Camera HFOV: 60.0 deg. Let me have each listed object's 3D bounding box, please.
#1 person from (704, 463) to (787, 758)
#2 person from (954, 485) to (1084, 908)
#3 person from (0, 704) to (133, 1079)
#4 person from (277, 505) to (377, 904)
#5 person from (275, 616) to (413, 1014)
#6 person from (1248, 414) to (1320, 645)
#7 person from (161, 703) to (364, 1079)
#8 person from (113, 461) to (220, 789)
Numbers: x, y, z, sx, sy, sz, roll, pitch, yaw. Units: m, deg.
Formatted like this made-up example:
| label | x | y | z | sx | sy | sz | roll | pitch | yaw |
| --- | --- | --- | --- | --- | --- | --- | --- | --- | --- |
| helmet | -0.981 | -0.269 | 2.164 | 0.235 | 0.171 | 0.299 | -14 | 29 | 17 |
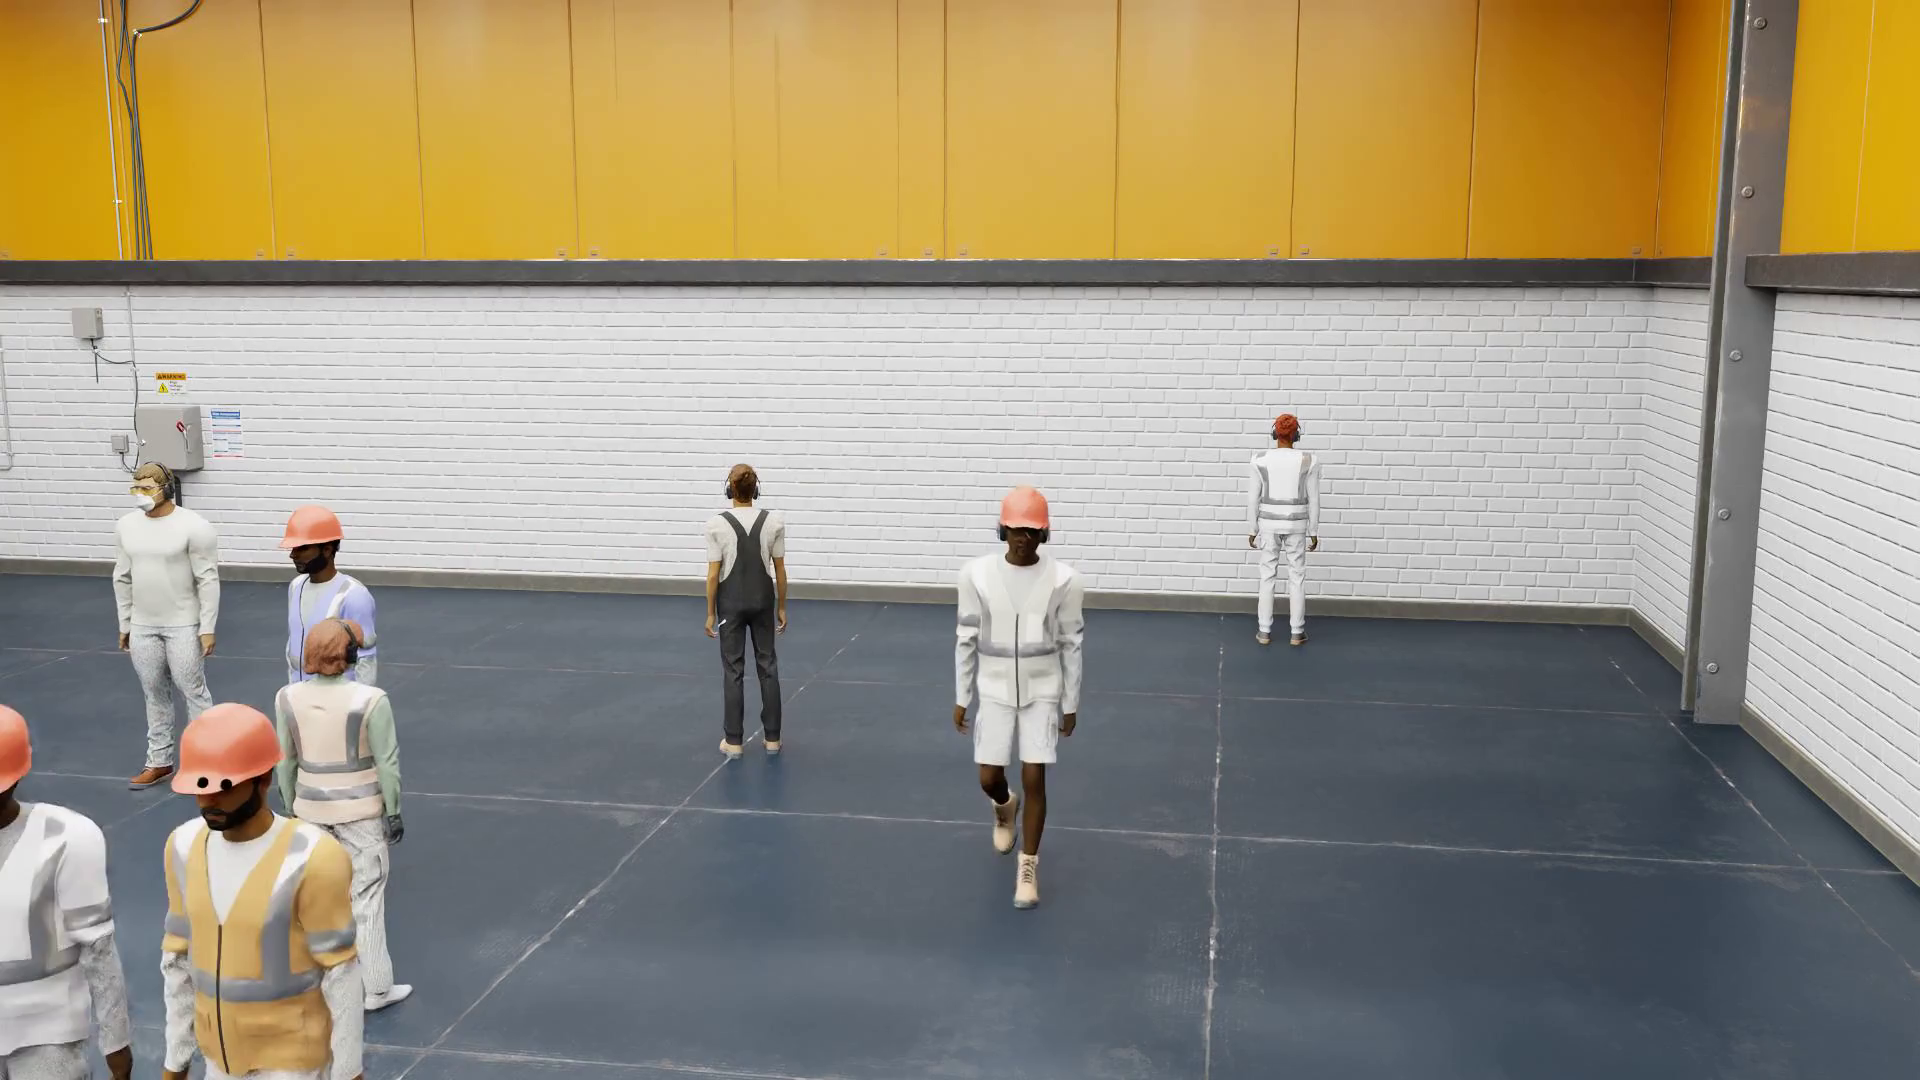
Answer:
| label | x | y | z | sx | sy | sz | roll | pitch | yaw |
| --- | --- | --- | --- | --- | --- | --- | --- | --- | --- |
| person | -1.334 | 0.440 | 10.381 | 0.517 | 1.843 | 0.326 | -3 | 10 | -19 |
| person | 0.289 | 0.722 | 8.093 | 0.632 | 2.028 | 0.674 | 1 | 9 | 5 |
| person | -2.617 | 1.344 | 4.619 | 0.626 | 1.910 | 0.590 | 0 | 9 | -2 |
| person | -3.021 | 0.792 | 7.928 | 0.551 | 1.937 | 0.357 | 5 | 11 | 30 |
| person | -2.523 | 1.126 | 6.795 | 0.522 | 1.636 | 0.310 | 1 | 9 | 8 |
| person | 2.626 | -0.084 | 13.502 | 0.575 | 1.883 | 0.355 | 2 | 9 | 13 |
| person | -1.871 | 1.358 | 4.487 | 0.557 | 1.923 | 0.484 | 3 | 10 | 20 |
| person | -4.630 | 0.503 | 9.707 | 0.636 | 1.939 | 0.364 | 1 | 9 | 9 |
